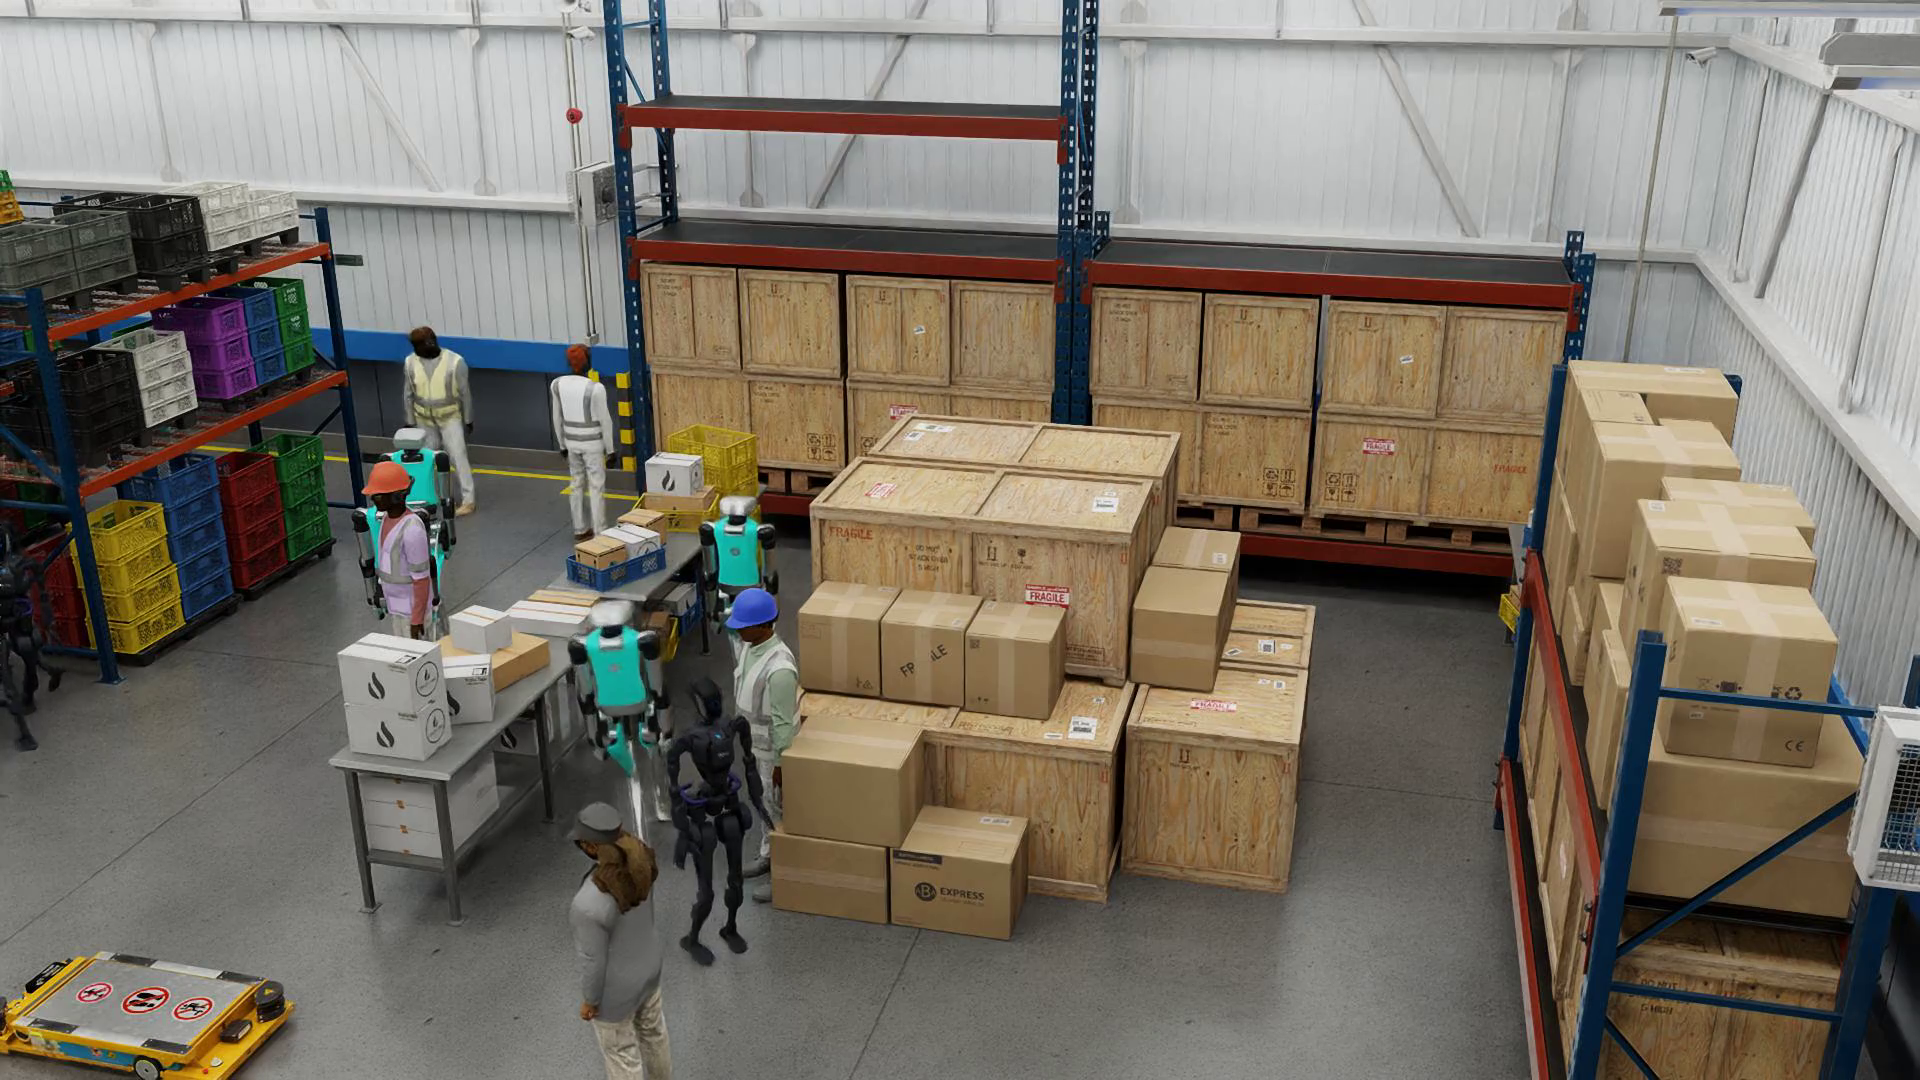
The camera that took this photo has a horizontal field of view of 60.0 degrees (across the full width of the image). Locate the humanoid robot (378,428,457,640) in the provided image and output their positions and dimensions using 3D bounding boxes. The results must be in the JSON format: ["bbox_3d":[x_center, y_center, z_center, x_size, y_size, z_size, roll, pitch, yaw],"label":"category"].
[{"bbox_3d":[-4.157,0.039,12.781,0.530,1.727,0.699,-3,21,-9],"label":"humanoid robot"}]

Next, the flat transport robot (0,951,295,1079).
[{"bbox_3d":[-4.270,2.464,8.601,1.431,0.231,0.659,5,22,13],"label":"flat transport robot"}]

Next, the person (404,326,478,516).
[{"bbox_3d":[-4.990,-1.154,15.927,0.673,1.802,0.580,1,21,4],"label":"person"}]

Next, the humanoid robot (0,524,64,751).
[{"bbox_3d":[-6.637,0.608,11.573,0.599,1.624,0.769,-16,26,-35],"label":"humanoid robot"}]

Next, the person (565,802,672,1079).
[{"bbox_3d":[-1.574,2.008,7.698,0.407,1.762,0.564,8,22,19],"label":"person"}]

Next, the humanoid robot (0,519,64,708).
[{"bbox_3d":[-6.855,0.435,11.945,0.503,1.646,0.593,2,21,6],"label":"humanoid robot"}]

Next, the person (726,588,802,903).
[{"bbox_3d":[-1.123,1.168,9.657,0.412,1.939,0.602,-9,23,-23],"label":"person"}]

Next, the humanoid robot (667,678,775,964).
[{"bbox_3d":[-1.322,1.515,9.112,0.599,1.649,0.332,-17,27,-37],"label":"humanoid robot"}]

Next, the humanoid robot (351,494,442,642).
[{"bbox_3d":[-3.967,0.304,12.007,0.533,1.677,0.735,0,21,0],"label":"humanoid robot"}]

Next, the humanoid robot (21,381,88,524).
[{"bbox_3d":[-7.980,-0.652,14.792,0.583,1.644,0.475,2,21,5],"label":"humanoid robot"}]

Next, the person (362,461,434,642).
[{"bbox_3d":[-3.811,0.435,11.426,0.367,2.044,0.607,-15,25,-34],"label":"person"}]

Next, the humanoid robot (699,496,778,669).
[{"bbox_3d":[-1.503,0.464,11.816,0.540,1.806,0.771,2,21,5],"label":"humanoid robot"}]

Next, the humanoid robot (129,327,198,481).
[{"bbox_3d":[-7.869,-1.342,16.591,0.555,1.765,1.008,-5,21,-13],"label":"humanoid robot"}]

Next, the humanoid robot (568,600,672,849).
[{"bbox_3d":[-1.973,1.059,10.234,0.543,1.762,0.980,1,21,4],"label":"humanoid robot"}]

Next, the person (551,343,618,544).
[{"bbox_3d":[-3.374,-0.850,15.008,0.582,1.882,0.337,9,23,22],"label":"person"}]
